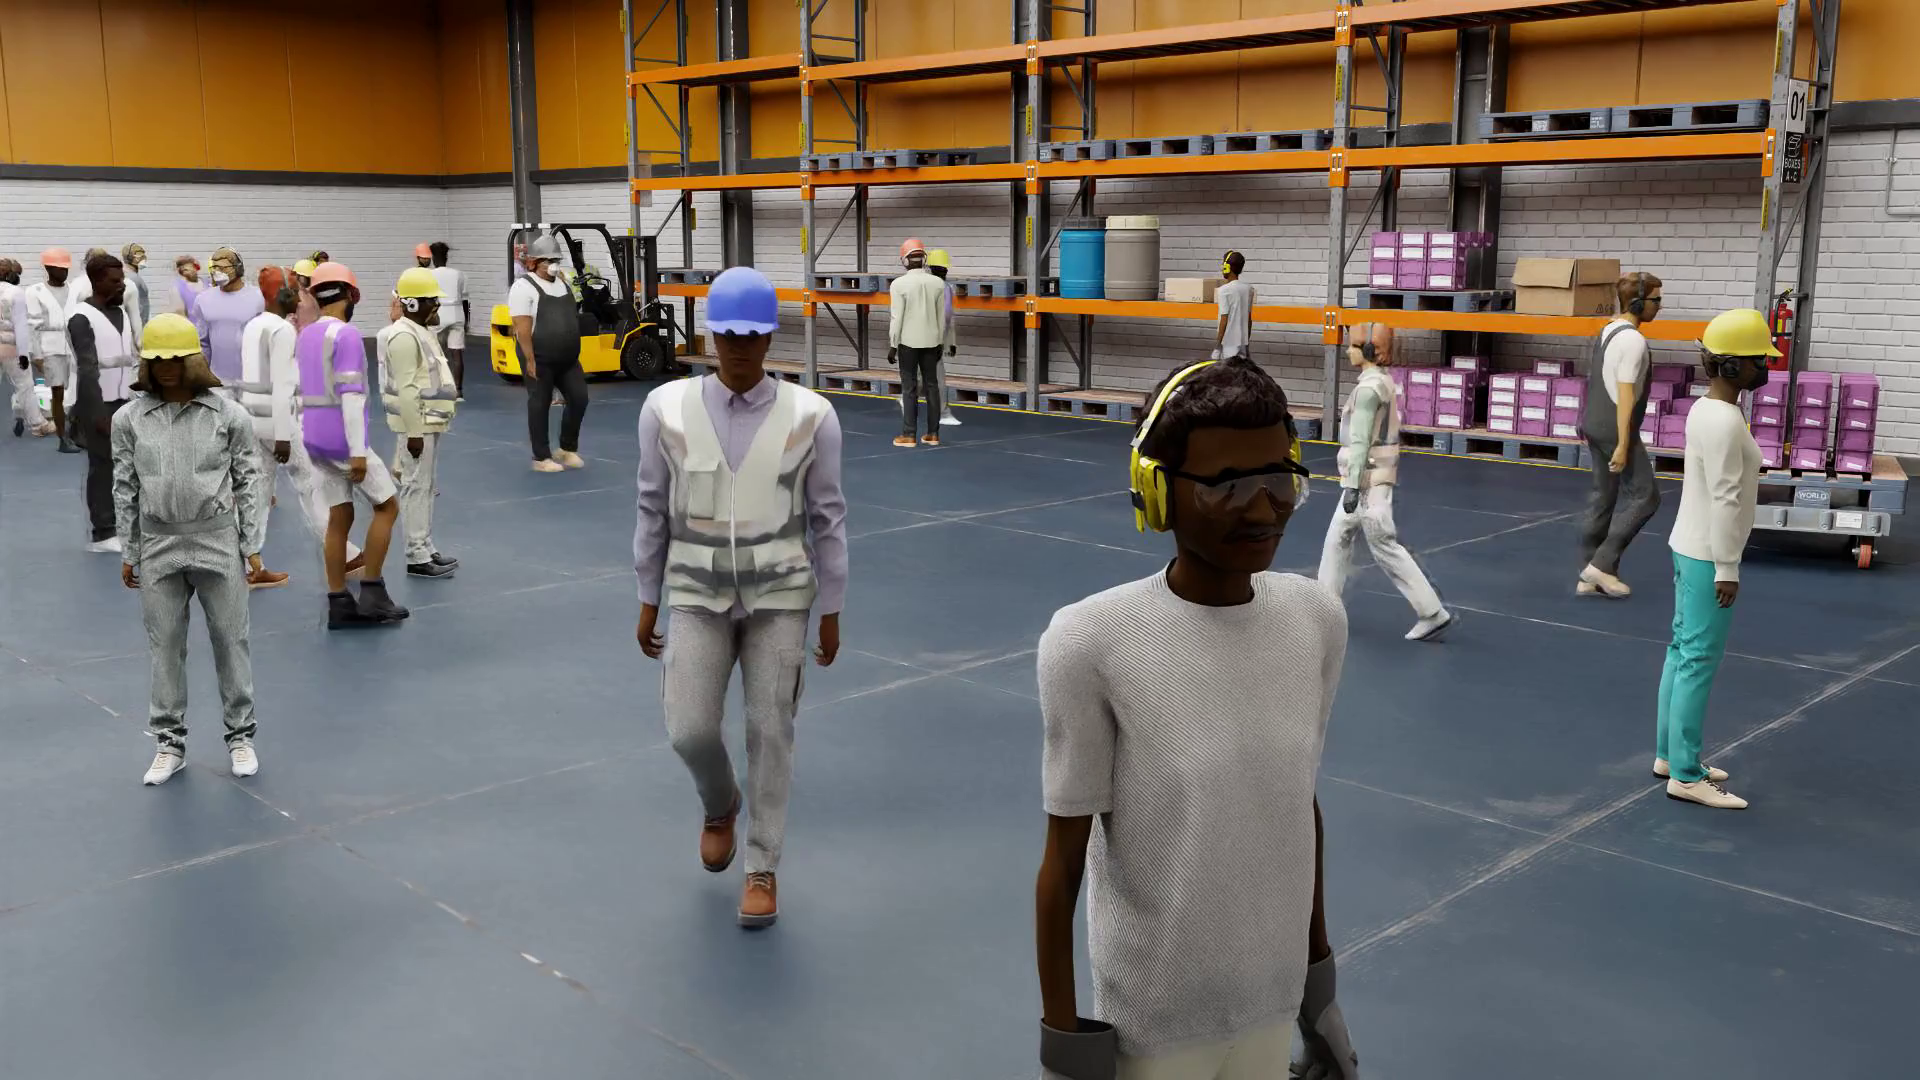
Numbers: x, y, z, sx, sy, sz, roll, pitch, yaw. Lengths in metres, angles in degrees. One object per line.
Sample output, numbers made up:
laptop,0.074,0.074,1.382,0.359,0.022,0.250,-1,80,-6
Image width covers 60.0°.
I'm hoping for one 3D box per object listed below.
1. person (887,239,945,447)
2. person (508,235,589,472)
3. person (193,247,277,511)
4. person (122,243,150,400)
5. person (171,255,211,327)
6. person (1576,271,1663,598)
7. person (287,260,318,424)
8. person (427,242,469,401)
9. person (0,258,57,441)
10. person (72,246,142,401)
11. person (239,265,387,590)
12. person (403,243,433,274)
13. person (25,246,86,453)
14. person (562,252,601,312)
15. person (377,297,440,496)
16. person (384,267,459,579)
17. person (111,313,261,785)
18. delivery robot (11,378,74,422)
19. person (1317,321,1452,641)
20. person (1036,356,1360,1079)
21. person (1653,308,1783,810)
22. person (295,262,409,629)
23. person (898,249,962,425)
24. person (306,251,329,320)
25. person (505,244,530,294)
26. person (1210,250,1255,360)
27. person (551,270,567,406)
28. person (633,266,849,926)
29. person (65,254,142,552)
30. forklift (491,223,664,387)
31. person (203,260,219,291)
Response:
person,-0.425,-1.885,15.976,0.611,1.985,0.394,-7,12,-33
person,-3.488,-1.581,14.163,0.537,2.000,0.689,8,13,37
person,-5.277,-1.163,12.164,0.636,1.938,0.354,1,10,4
person,-8.928,-2.236,18.021,0.376,1.937,0.629,-6,12,-31
person,-8.449,-2.267,18.553,0.521,1.819,0.598,3,11,14
person,3.667,-0.563,9.221,0.421,1.829,0.511,0,10,-2
person,-7.048,-2.131,17.941,0.327,1.760,0.523,2,11,9
person,-6.343,-2.683,20.463,0.631,1.937,0.784,-6,12,-30
person,-9.368,-1.864,16.376,0.739,1.782,0.947,3,11,14
person,-8.703,-2.040,17.030,0.652,1.915,0.636,-7,13,-34
person,-3.831,-0.654,9.627,0.866,1.844,0.593,-10,14,-43
person,-7.146,-3.015,22.334,0.575,1.907,0.751,-7,13,-35
person,-8.329,-1.750,15.430,0.401,1.920,0.546,9,14,41
person,-5.937,-3.656,26.146,0.650,1.795,0.805,-1,10,-6
person,-4.344,-1.171,13.144,0.839,1.593,0.515,9,14,41
person,-3.192,-0.694,9.893,0.404,1.833,0.592,-2,11,-9
person,-2.849,0.038,6.153,0.494,1.741,0.308,-3,11,-16
delivery robot,-9.368,-1.411,17.014,0.477,0.478,0.707,-1,10,0
person,2.099,-0.295,8.344,0.829,1.606,0.524,4,11,19
person,0.341,0.677,2.320,0.539,1.869,0.313,-6,12,-28
person,2.709,0.063,5.954,0.312,1.768,0.530,3,11,15
person,-3.179,-0.489,8.638,0.619,1.884,0.547,9,13,39
person,-0.340,-2.197,17.973,0.941,1.888,0.594,8,13,37
person,-8.478,-2.903,21.990,0.917,1.833,0.515,5,11,25
person,-6.262,-3.272,23.781,0.399,1.900,0.645,-5,11,-24
person,2.659,-1.892,16.323,0.521,1.874,0.328,-9,14,-41
person,-4.781,-2.419,19.849,0.277,1.631,0.507,6,12,29
person,-0.643,0.165,4.931,0.640,1.931,0.487,0,10,-3
person,-5.421,-0.853,10.586,0.454,1.905,0.604,1,10,5
forklift,-5.316,-3.263,22.920,2.313,2.155,1.214,-10,14,-44
person,-8.354,-2.293,18.765,0.939,1.789,0.592,9,14,42
